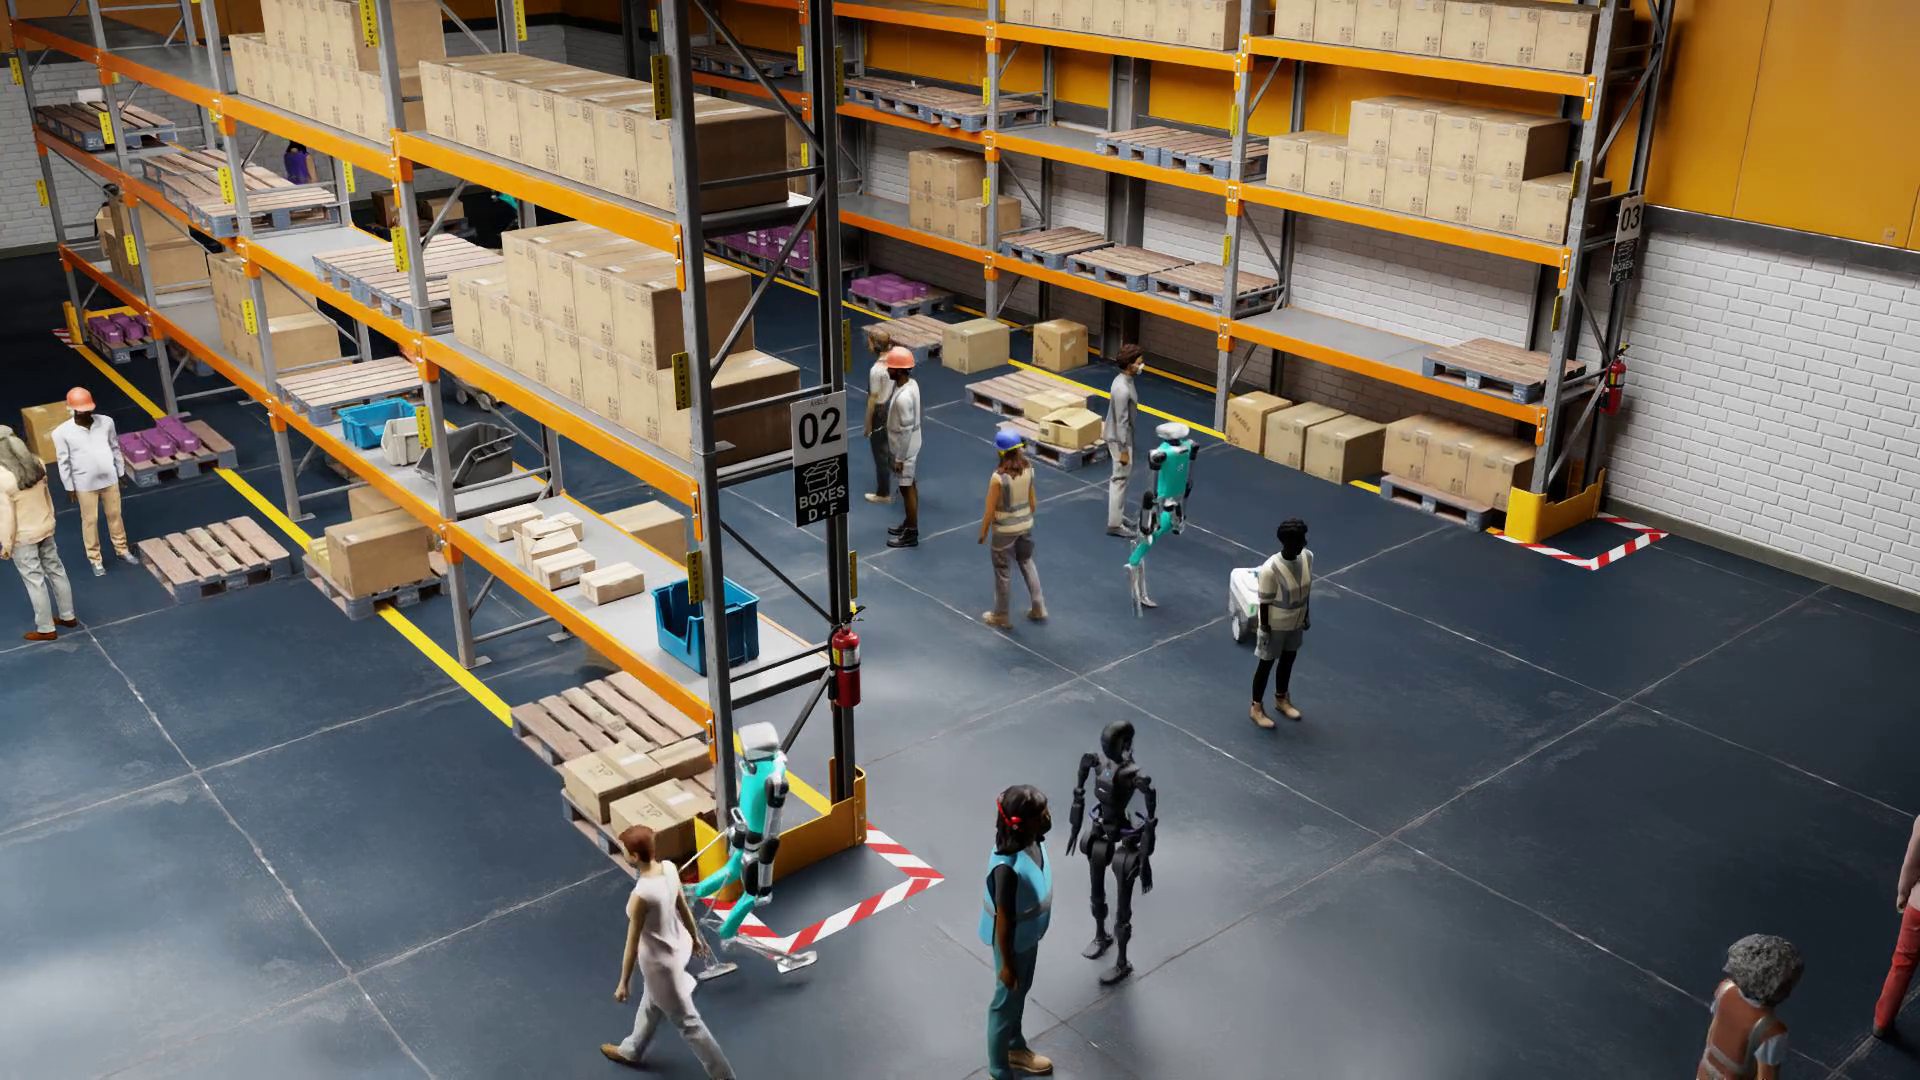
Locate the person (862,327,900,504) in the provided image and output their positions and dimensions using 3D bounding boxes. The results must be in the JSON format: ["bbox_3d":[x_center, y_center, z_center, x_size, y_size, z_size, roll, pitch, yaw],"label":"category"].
[{"bbox_3d":[-0.779,-1.225,16.510,0.435,1.830,0.503,8,25,19],"label":"person"}]

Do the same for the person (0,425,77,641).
[{"bbox_3d":[-7.690,-0.060,13.761,0.402,1.876,0.552,6,24,14],"label":"person"}]

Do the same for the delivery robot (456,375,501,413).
[{"bbox_3d":[-5.561,-1.828,19.537,0.814,0.611,0.499,14,27,30],"label":"delivery robot"}]

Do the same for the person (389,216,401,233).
[{"bbox_3d":[-6.795,-3.145,20.908,0.744,1.875,0.667,-3,24,-8],"label":"person"}]

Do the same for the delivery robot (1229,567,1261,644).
[{"bbox_3d":[2.527,0.526,14.064,0.499,0.593,0.789,-2,23,-5],"label":"delivery robot"}]

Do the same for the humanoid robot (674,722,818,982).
[{"bbox_3d":[-1.291,1.863,9.453,0.946,1.746,0.567,-10,25,-22],"label":"humanoid robot"}]

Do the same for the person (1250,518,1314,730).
[{"bbox_3d":[2.413,0.609,12.442,0.528,1.688,0.322,-17,28,-34],"label":"person"}]

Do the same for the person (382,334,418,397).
[{"bbox_3d":[-6.546,-2.504,19.624,0.497,1.715,0.923,-20,30,-38],"label":"person"}]

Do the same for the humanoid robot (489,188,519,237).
[{"bbox_3d":[-7.248,-5.668,26.961,0.982,1.739,0.542,13,27,28],"label":"humanoid robot"}]

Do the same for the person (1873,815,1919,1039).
[{"bbox_3d":[5.388,2.025,9.077,0.334,1.762,0.522,-21,31,-39],"label":"person"}]

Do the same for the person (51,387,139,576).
[{"bbox_3d":[-7.810,-0.549,15.042,0.341,1.747,0.573,17,29,35],"label":"person"}]

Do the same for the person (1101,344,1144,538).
[{"bbox_3d":[1.534,-0.946,15.793,0.403,1.892,0.548,3,24,6],"label":"person"}]

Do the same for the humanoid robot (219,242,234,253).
[{"bbox_3d":[-10.291,-4.093,23.444,0.771,1.635,0.585,-4,24,-8],"label":"humanoid robot"}]

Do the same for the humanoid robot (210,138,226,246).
[{"bbox_3d":[-11.851,-5.472,26.490,0.546,1.741,1.034,14,27,28],"label":"humanoid robot"}]

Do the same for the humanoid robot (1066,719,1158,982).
[{"bbox_3d":[0.870,1.788,9.734,0.613,1.655,0.394,18,29,35],"label":"humanoid robot"}]

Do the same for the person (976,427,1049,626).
[{"bbox_3d":[0.447,-0.090,13.953,0.604,1.769,0.452,-15,27,-31],"label":"person"}]

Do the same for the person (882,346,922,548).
[{"bbox_3d":[-0.542,-0.870,15.554,0.358,1.939,0.542,1,23,3],"label":"person"}]

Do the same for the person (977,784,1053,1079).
[{"bbox_3d":[0.306,2.104,8.759,0.397,1.866,0.528,9,25,19],"label":"person"}]

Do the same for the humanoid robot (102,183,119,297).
[{"bbox_3d":[-12.027,-4.254,23.718,0.600,1.634,0.520,11,25,23],"label":"humanoid robot"}]

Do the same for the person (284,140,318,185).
[{"bbox_3d":[-10.415,-5.572,26.459,0.543,1.929,0.446,8,25,18],"label":"person"}]

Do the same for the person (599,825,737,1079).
[{"bbox_3d":[-1.566,2.235,8.777,0.915,1.604,0.508,7,24,15],"label":"person"}]

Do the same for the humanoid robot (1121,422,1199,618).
[{"bbox_3d":[1.622,-0.188,14.293,0.535,1.842,0.703,-19,29,-36],"label":"humanoid robot"}]

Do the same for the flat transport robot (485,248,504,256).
[{"bbox_3d":[-6.716,-3.060,22.729,1.431,0.231,0.659,4,24,10],"label":"flat transport robot"}]

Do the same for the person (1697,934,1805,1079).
[{"bbox_3d":[3.624,2.592,7.885,0.755,1.664,0.441,-8,25,-18],"label":"person"}]

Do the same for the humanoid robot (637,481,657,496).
[{"bbox_3d":[-3.133,-1.282,16.814,0.676,1.831,0.540,-2,23,-6],"label":"humanoid robot"}]
